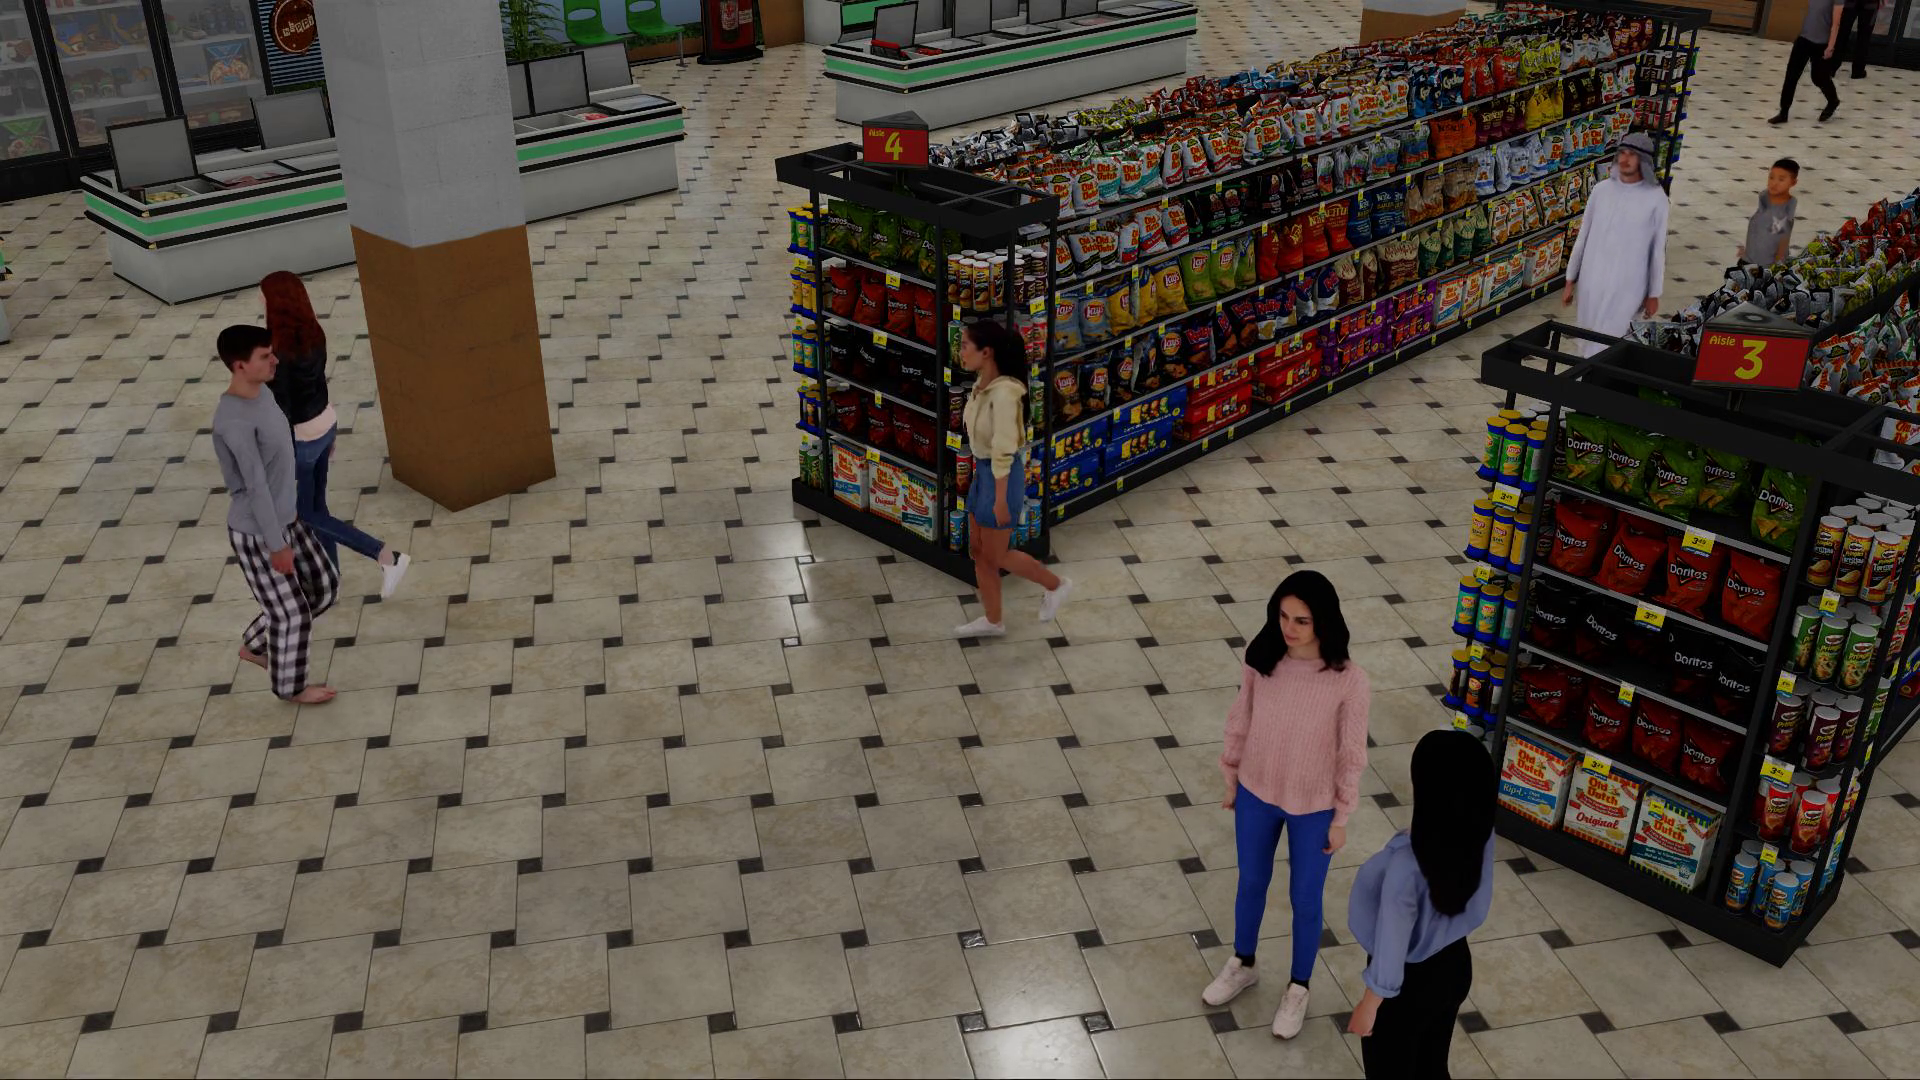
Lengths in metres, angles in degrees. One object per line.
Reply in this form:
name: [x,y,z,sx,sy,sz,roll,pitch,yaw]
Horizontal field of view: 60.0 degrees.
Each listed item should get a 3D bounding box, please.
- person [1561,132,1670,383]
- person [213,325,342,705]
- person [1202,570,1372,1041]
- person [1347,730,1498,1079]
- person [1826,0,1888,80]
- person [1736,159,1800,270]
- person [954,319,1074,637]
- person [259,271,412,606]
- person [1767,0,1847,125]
person: [4.037,-1.536,10.197,1.277,1.879,0.770,-21,34,-36]
person: [-3.151,-0.068,7.353,0.902,1.832,0.842,-1,27,-2]
person: [1.104,0.877,5.562,0.678,1.767,0.585,19,32,32]
person: [1.311,1.290,4.774,0.497,1.743,0.715,-22,34,-36]
person: [10.914,-6.554,20.129,0.763,1.846,0.658,17,31,30]
person: [5.655,-1.999,11.609,0.596,1.427,0.953,24,35,39]
person: [0.257,-0.269,7.996,0.967,1.609,0.875,-7,28,-14]
person: [-3.106,-0.441,8.156,0.982,1.772,0.986,4,27,8]
person: [9.248,-5.339,17.859,1.161,1.732,0.872,-12,29,-23]
